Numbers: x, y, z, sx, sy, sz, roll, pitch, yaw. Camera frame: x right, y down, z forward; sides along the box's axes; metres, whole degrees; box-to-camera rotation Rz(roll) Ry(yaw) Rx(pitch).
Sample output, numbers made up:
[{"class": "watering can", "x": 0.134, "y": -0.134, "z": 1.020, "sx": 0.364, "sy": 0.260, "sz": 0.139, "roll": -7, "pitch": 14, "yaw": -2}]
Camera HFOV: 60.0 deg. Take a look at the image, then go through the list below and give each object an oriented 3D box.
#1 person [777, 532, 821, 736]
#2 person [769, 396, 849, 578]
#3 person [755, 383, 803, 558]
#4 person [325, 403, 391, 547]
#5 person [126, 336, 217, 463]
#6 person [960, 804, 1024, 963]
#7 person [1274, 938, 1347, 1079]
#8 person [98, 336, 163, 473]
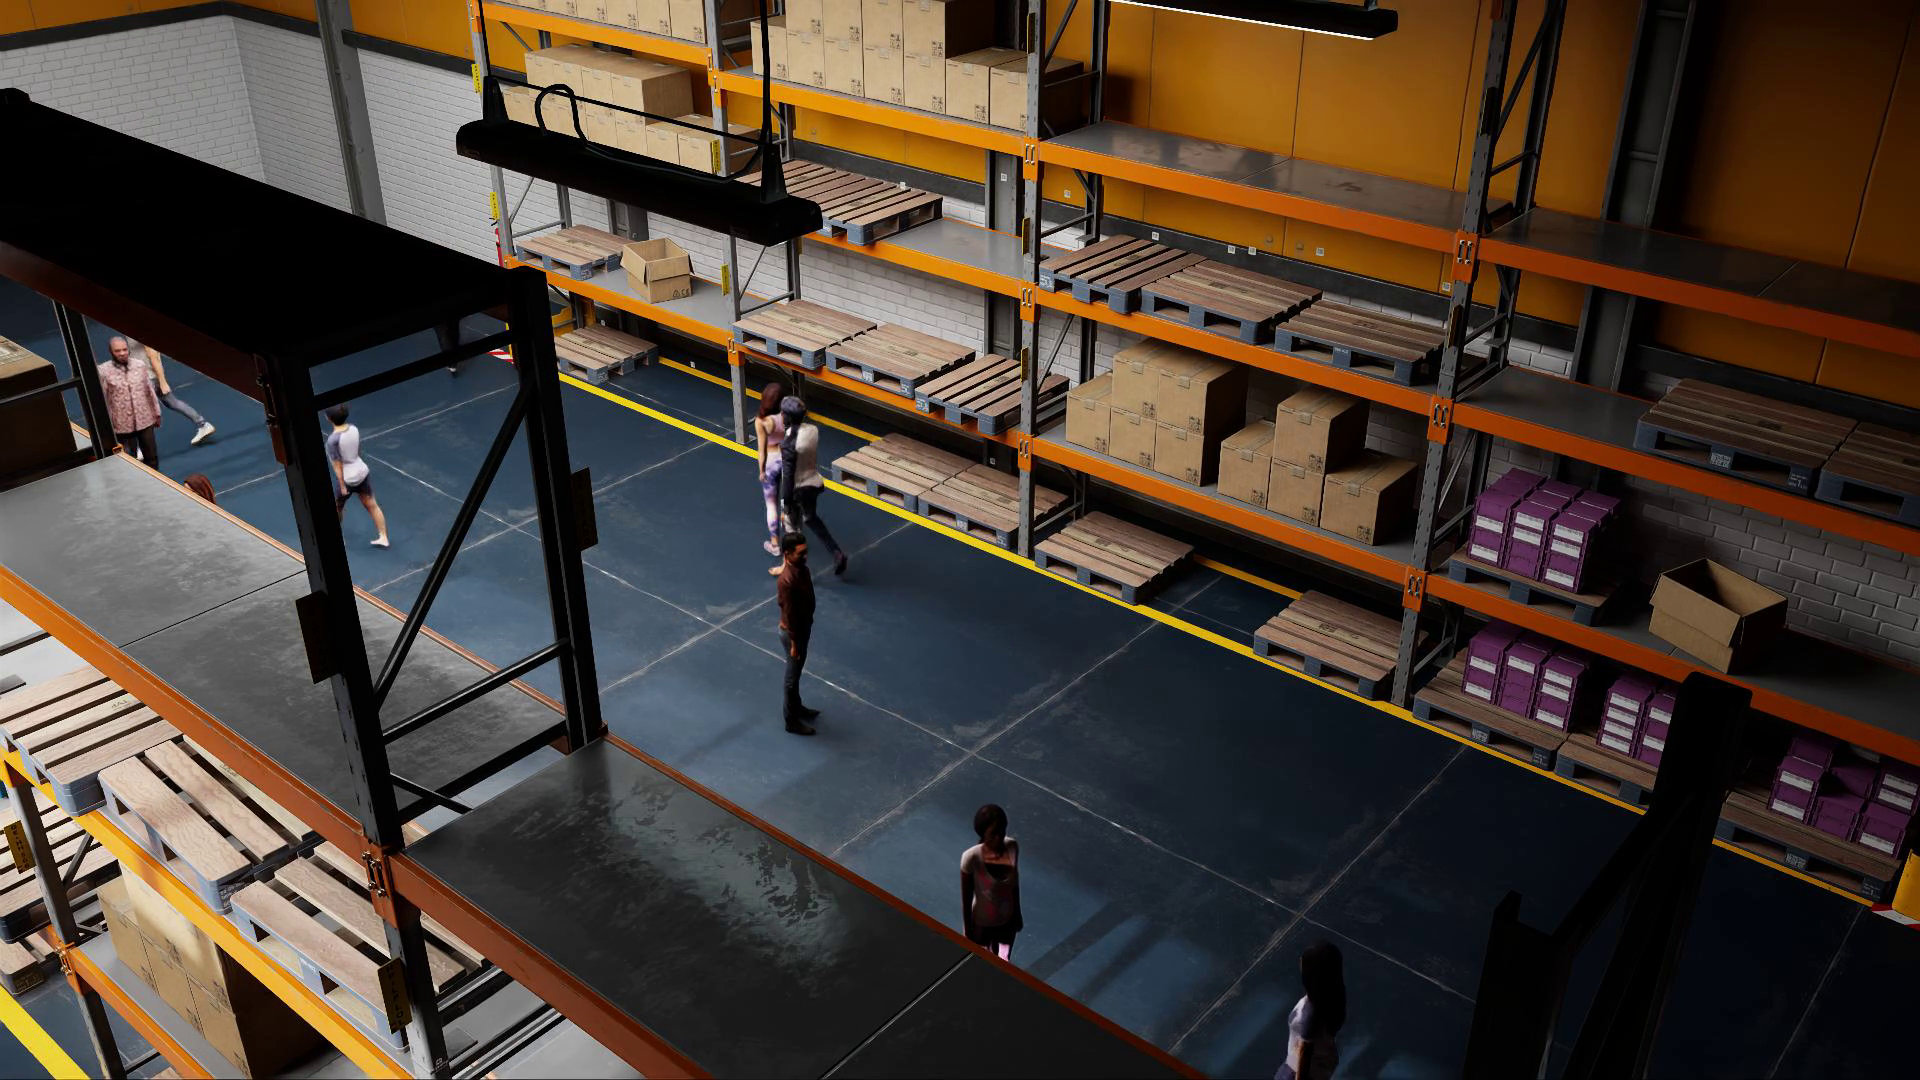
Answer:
[{"class": "person", "x": -1.323, "y": 0.730, "z": 13.344, "sx": 0.710, "sy": 1.778, "sz": 0.712, "roll": 3, "pitch": 29, "yaw": 5}, {"class": "person", "x": -1.416, "y": -0.454, "z": 15.411, "sx": 1.048, "sy": 1.876, "sz": 0.790, "roll": 16, "pitch": 33, "yaw": 27}, {"class": "person", "x": -1.734, "y": -0.690, "z": 15.957, "sx": 0.668, "sy": 1.768, "sz": 0.658, "roll": -13, "pitch": 31, "yaw": -22}, {"class": "person", "x": -5.813, "y": -0.596, "z": 16.039, "sx": 1.048, "sy": 1.524, "sz": 0.752, "roll": 12, "pitch": 31, "yaw": 20}, {"class": "person", "x": -8.588, "y": -1.771, "z": 17.851, "sx": 0.935, "sy": 1.852, "sz": 1.246, "roll": -18, "pitch": 34, "yaw": -30}, {"class": "person", "x": 0.187, "y": 2.377, "z": 10.362, "sx": 0.635, "sy": 1.741, "sz": 0.611, "roll": -17, "pitch": 33, "yaw": -28}, {"class": "person", "x": 2.031, "y": 2.972, "z": 9.321, "sx": 0.701, "sy": 1.693, "sz": 0.657, "roll": 15, "pitch": 32, "yaw": 26}, {"class": "person", "x": -8.458, "y": -1.235, "z": 16.929, "sx": 0.744, "sy": 1.794, "sz": 0.798, "roll": -26, "pitch": 38, "yaw": -38}]
